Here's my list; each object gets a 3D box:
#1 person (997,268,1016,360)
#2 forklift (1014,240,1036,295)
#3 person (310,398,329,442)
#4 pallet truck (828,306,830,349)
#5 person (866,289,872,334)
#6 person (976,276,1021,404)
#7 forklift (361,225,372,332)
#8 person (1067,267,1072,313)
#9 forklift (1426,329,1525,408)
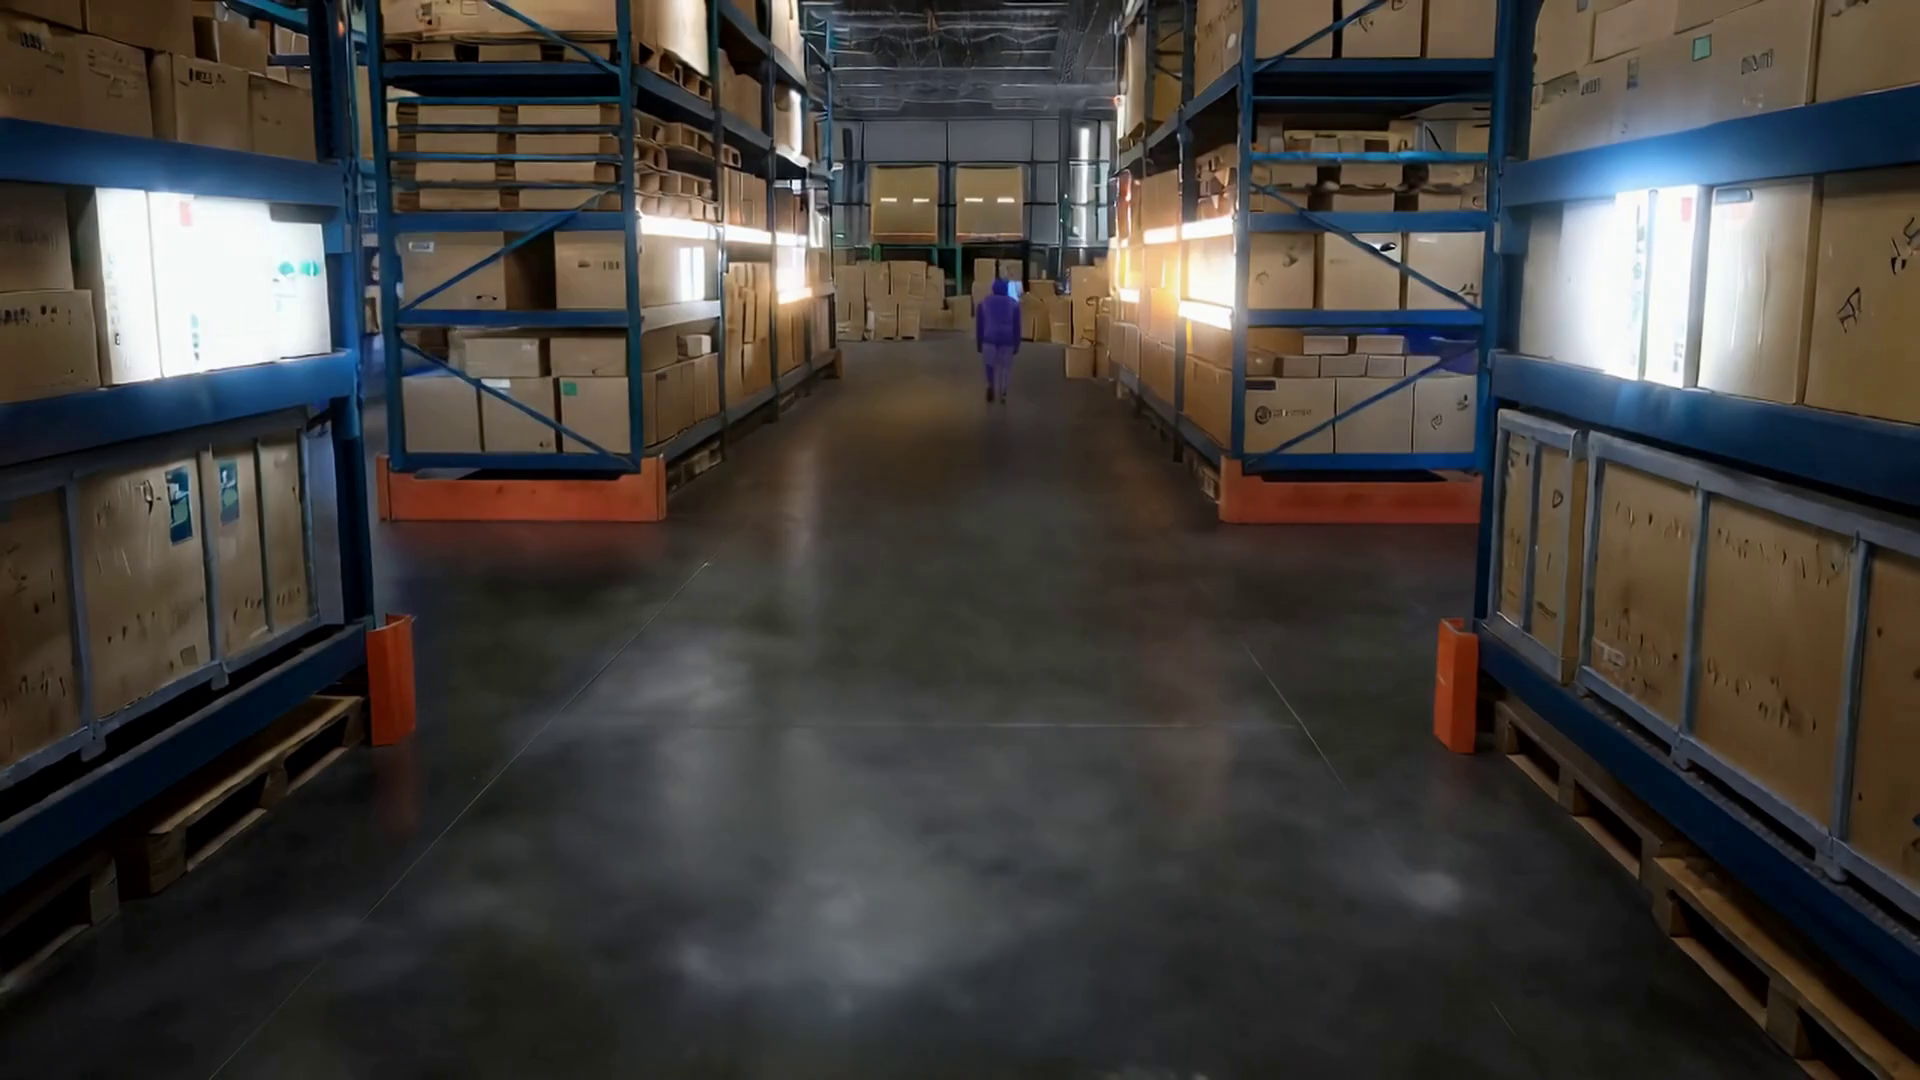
[{"bbox_3d":[0.955,-4.665,34.381,0.377,1.916,0.599,5,11,27],"label":"person"},{"bbox_3d":[2.253,-9.426,60.022,1.873,2.768,1.129,-3,10,-16],"label":"forklift"},{"bbox_3d":[-7.054,-1.889,18.684,0.528,1.598,0.732,3,10,16],"label":"person"},{"bbox_3d":[-3.100,-3.940,29.800,1.885,1.965,0.823,3,10,19],"label":"pallet truck"},{"bbox_3d":[-2.855,-6.766,47.118,1.075,1.889,0.630,2,10,11],"label":"person"},{"bbox_3d":[0.549,-2.829,23.644,0.637,1.831,0.572,0,9,1],"label":"person"},{"bbox_3d":[-13.182,-5.339,35.544,1.129,2.768,1.873,0,9,1],"label":"forklift"},{"bbox_3d":[3.779,-8.076,54.971,1.072,1.874,0.554,-4,10,-20],"label":"person"},{"bbox_3d":[6.460,-2.936,21.150,1.129,2.768,1.873,0,9,1],"label":"forklift"}]
